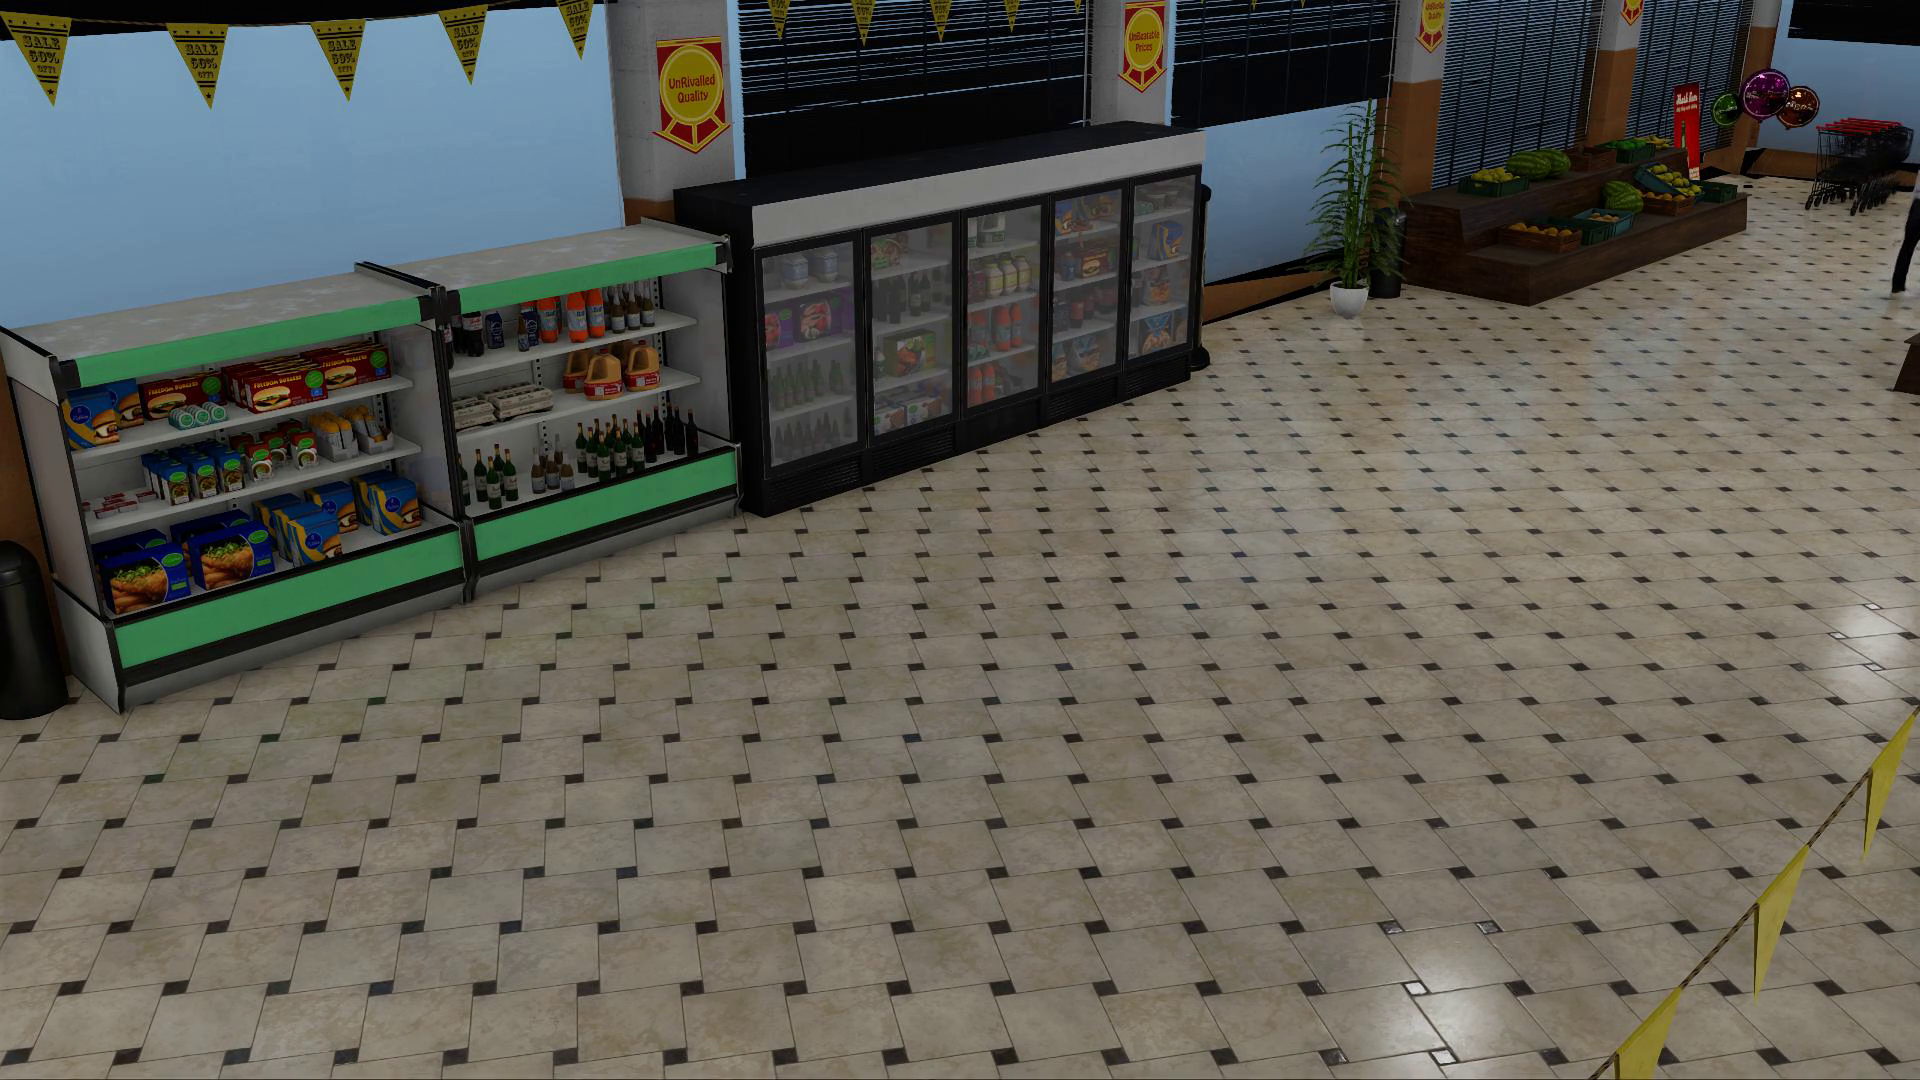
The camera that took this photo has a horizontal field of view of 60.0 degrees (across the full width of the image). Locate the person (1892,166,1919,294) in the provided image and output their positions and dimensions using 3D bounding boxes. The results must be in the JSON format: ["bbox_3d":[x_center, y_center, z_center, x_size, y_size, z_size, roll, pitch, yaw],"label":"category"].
[{"bbox_3d":[10.654,-3.573,18.385,1.219,1.774,0.780,-15,26,-33],"label":"person"}]
